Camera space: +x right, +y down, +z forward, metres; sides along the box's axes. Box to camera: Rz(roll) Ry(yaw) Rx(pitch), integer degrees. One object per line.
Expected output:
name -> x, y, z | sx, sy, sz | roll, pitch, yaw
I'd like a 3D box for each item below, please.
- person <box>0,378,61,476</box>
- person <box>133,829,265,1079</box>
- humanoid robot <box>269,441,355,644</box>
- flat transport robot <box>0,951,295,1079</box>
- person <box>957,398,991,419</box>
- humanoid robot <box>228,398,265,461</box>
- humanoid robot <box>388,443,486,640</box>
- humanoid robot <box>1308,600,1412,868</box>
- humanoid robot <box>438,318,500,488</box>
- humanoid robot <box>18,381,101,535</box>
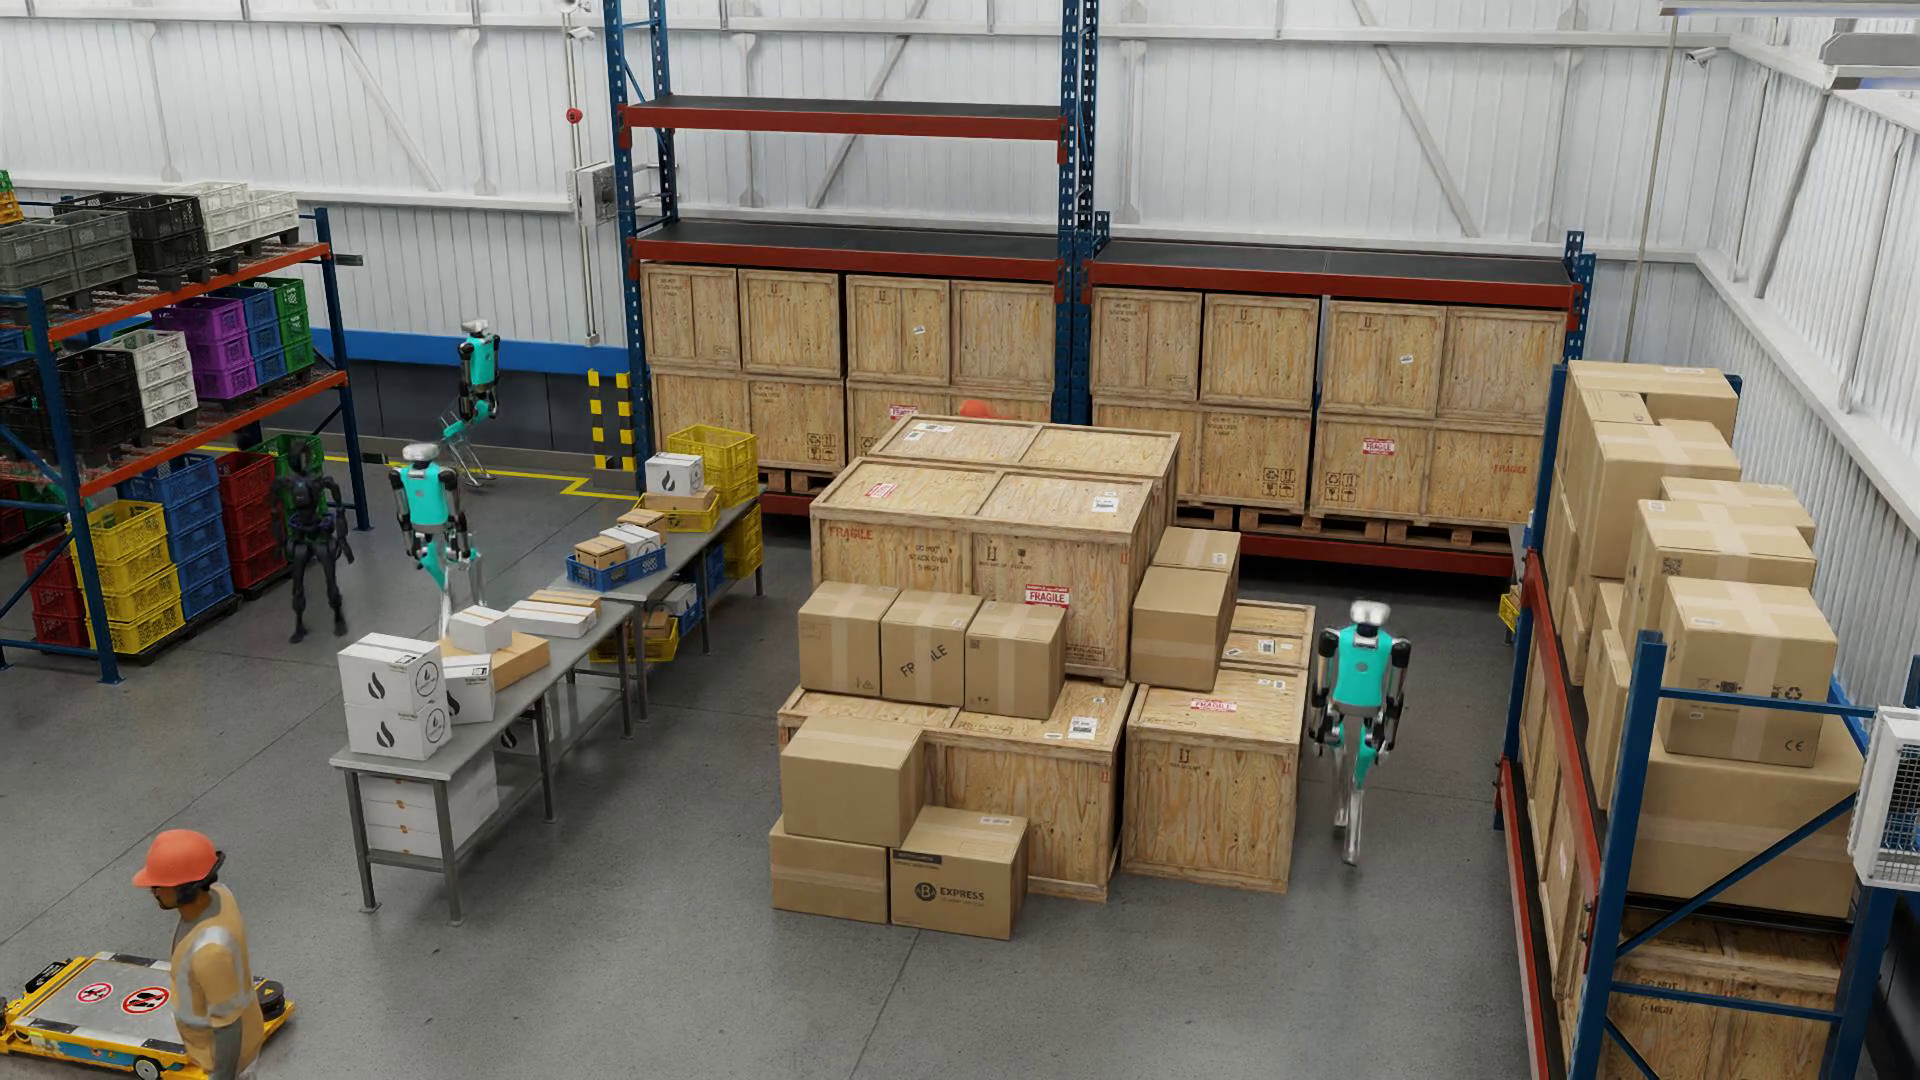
person -> -9.278, -1.305, 16.215 | 0.722, 1.872, 0.621 | -16, 26, -37
person -> -3.131, 2.121, 7.012 | 0.375, 2.045, 0.604 | -9, 23, -23
humanoid robot -> -5.087, 0.005, 13.076 | 0.609, 1.654, 0.319 | -3, 21, -7
flat transport robot -> -4.270, 2.464, 8.601 | 1.431, 0.231, 0.659 | 5, 22, 13
person -> 0.179, -0.210, 13.312 | 0.954, 1.900, 0.553 | 9, 23, 23
humanoid robot -> -6.864, -1.080, 15.918 | 0.504, 1.633, 0.603 | -10, 23, -24
humanoid robot -> -4.006, -0.011, 13.097 | 0.531, 1.777, 1.018 | 2, 21, 6
humanoid robot -> 2.395, 1.110, 10.086 | 0.554, 1.729, 1.033 | 5, 22, 14
humanoid robot -> -4.886, -1.378, 16.406 | 0.735, 1.677, 0.533 | 9, 23, 21
humanoid robot -> -7.796, -0.587, 14.669 | 0.557, 1.892, 0.763 | -2, 21, -5
